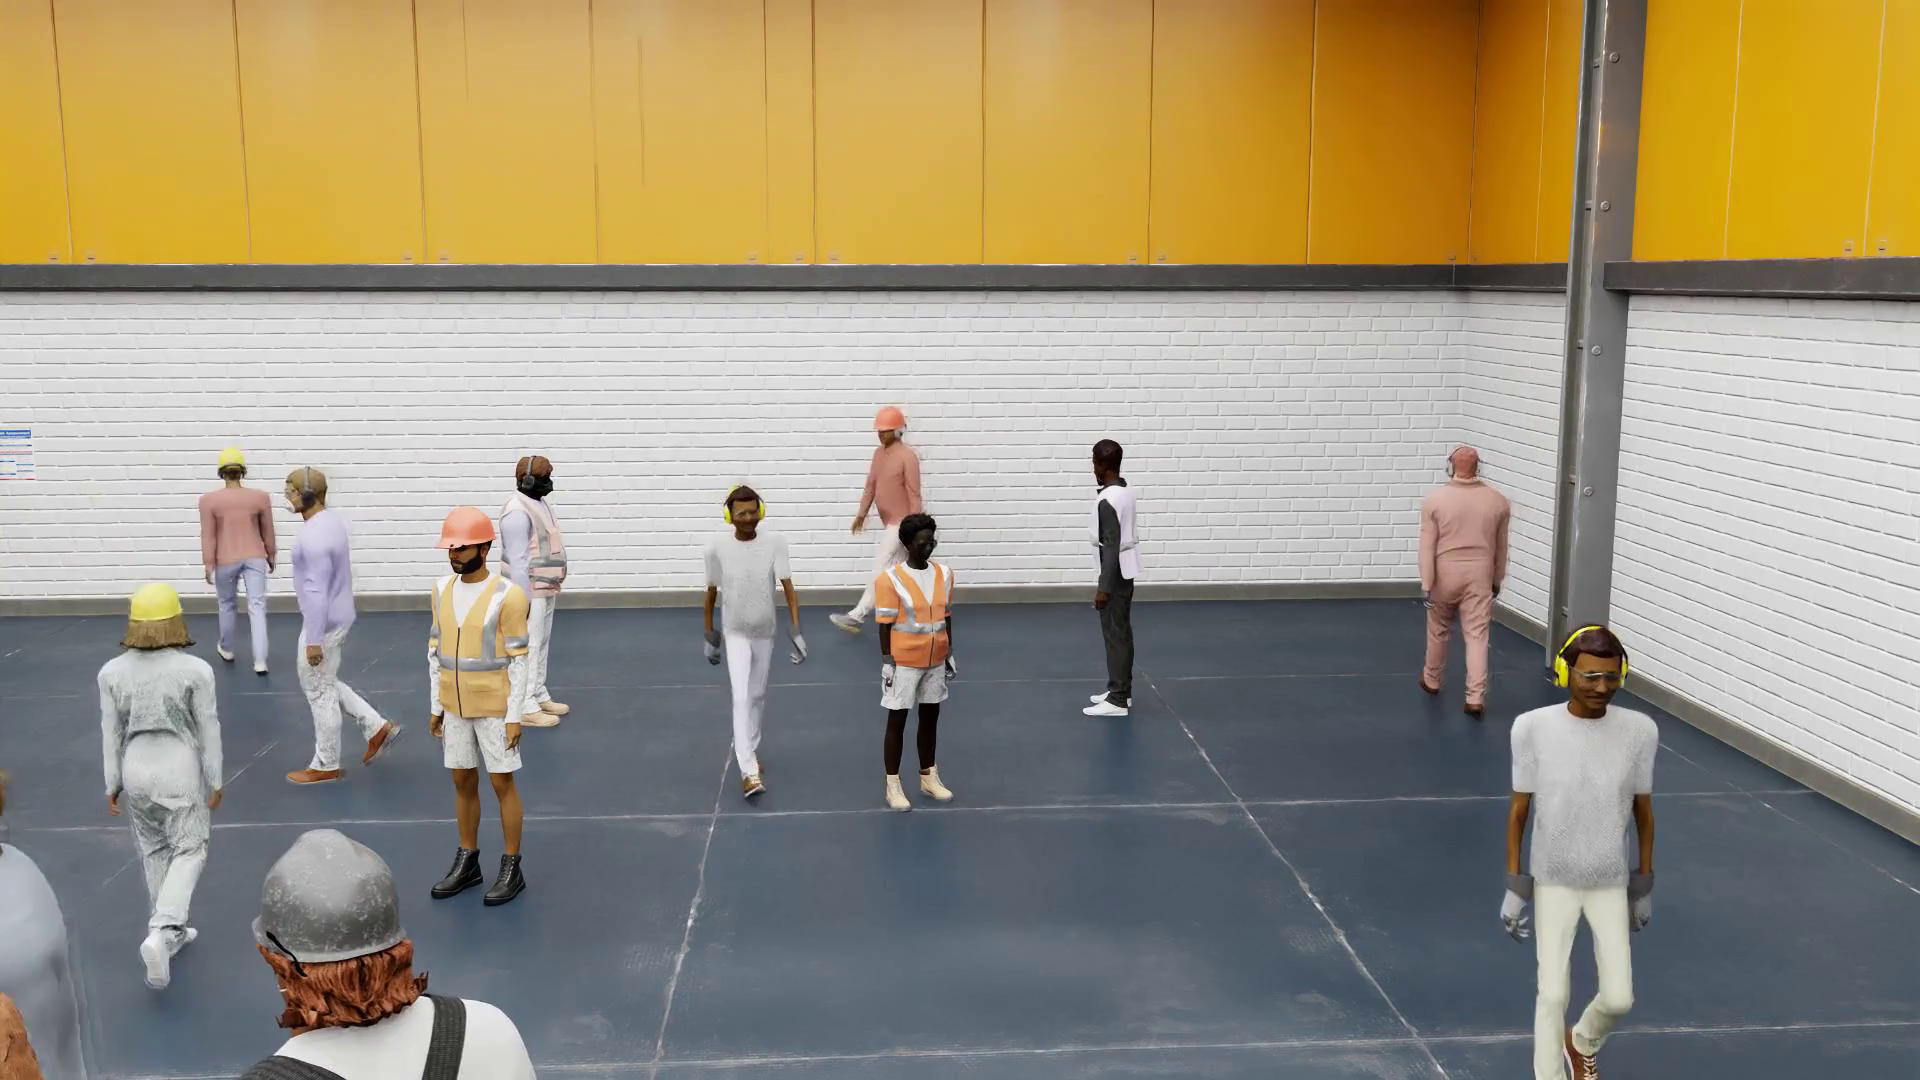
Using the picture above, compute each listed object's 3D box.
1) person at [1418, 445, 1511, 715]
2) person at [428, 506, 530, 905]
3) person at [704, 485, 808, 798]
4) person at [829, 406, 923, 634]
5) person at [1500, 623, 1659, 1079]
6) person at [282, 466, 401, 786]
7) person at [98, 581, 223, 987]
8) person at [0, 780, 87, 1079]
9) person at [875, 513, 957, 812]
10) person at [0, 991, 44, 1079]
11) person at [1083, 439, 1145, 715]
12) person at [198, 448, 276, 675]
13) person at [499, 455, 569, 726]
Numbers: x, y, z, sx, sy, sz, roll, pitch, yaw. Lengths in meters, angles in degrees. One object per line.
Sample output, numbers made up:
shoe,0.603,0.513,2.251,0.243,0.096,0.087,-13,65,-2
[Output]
person,3.517,0.263,11.669,0.646,1.851,1.022,0,9,2
person,-2.340,0.795,8.045,0.545,1.939,0.354,3,10,20
person,-1.215,0.580,9.794,0.522,1.816,0.996,-3,10,-21
person,-0.627,-0.170,14.092,1.067,1.924,0.624,-4,10,-24
person,2.147,1.196,5.791,0.523,1.856,0.593,2,9,10
person,-3.724,0.511,9.862,0.558,1.926,0.648,-2,9,-14
person,-3.461,1.046,7.179,0.489,1.722,0.716,0,9,-3
person,-2.406,1.443,4.048,0.560,1.917,0.707,-6,11,-33
person,-0.245,0.684,9.496,0.534,1.699,0.318,-7,11,-37
person,-1.951,1.694,3.366,0.514,1.629,0.277,-7,12,-39
person,1.064,0.261,11.479,0.397,1.915,0.587,3,9,17
person,-5.550,0.148,12.808,0.537,1.718,0.883,-5,10,-28
person,-2.873,0.338,11.257,0.428,1.835,0.613,0,9,2
